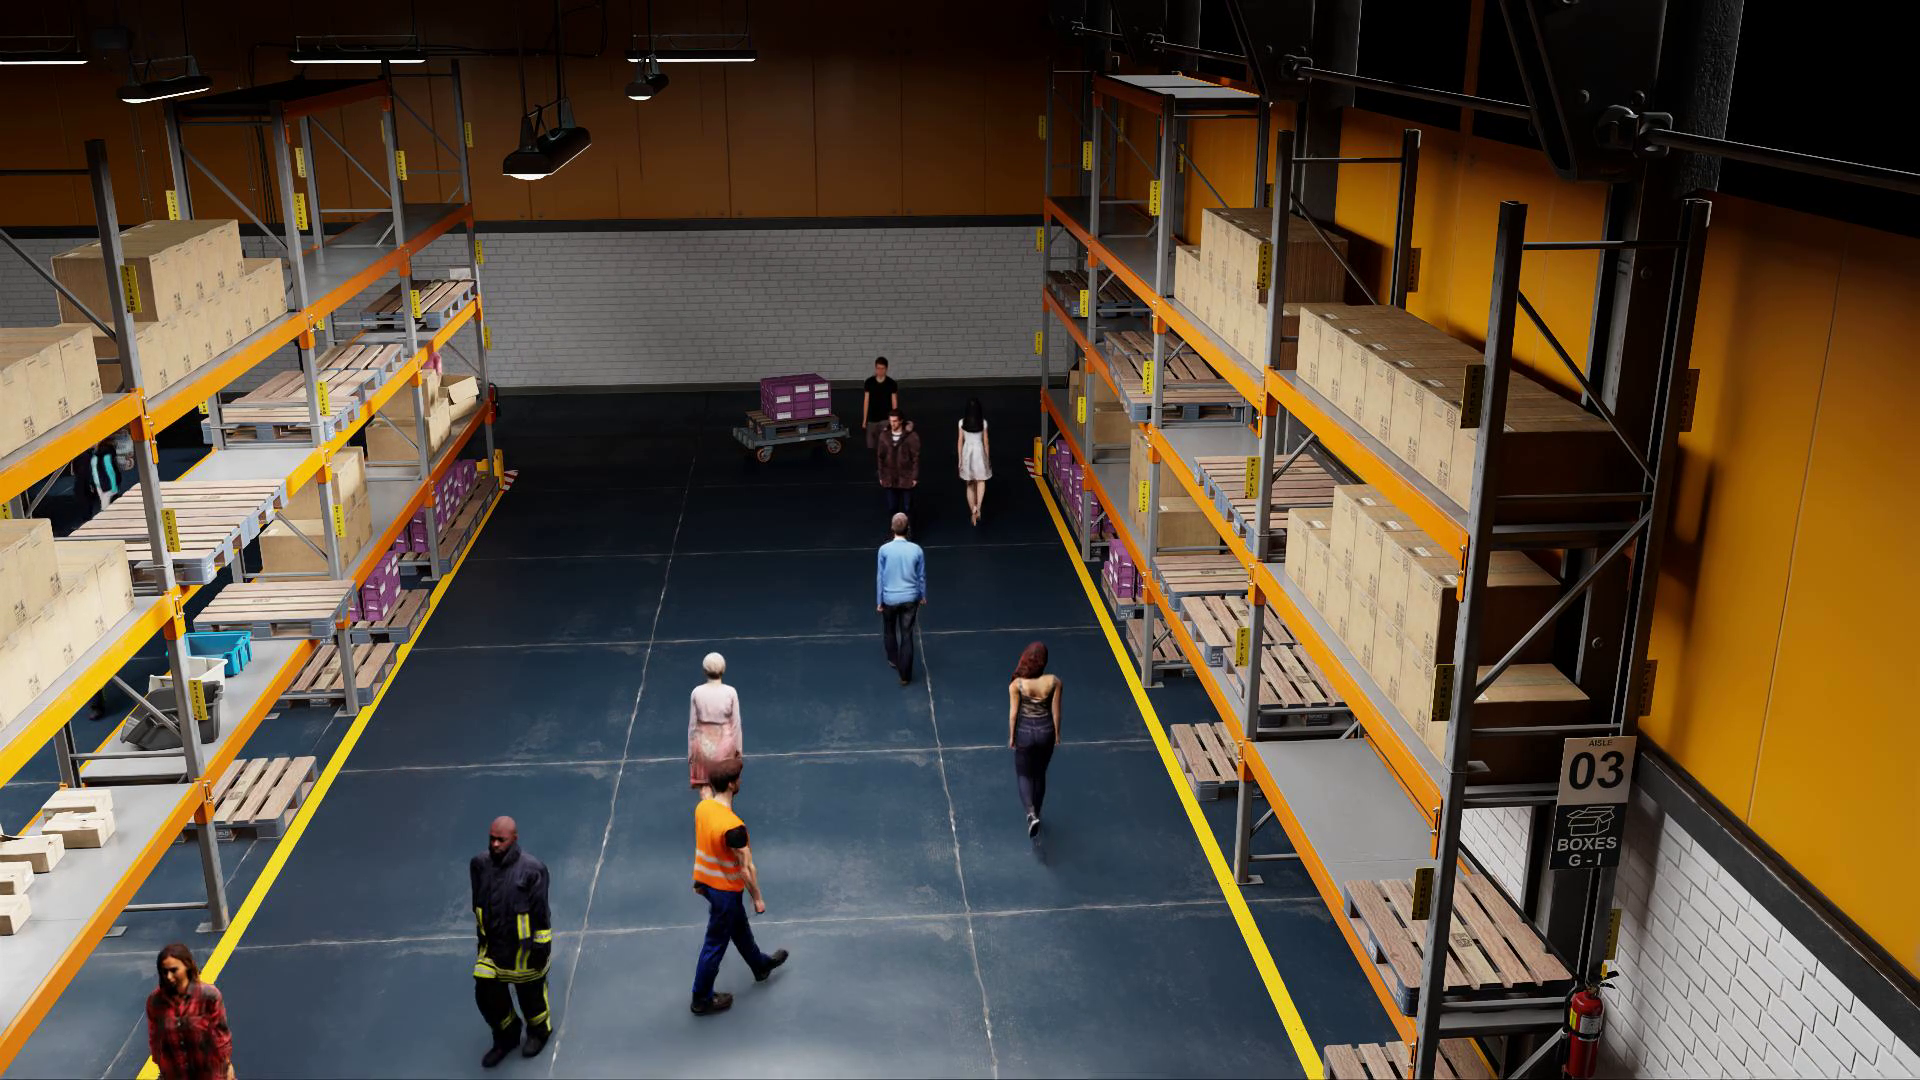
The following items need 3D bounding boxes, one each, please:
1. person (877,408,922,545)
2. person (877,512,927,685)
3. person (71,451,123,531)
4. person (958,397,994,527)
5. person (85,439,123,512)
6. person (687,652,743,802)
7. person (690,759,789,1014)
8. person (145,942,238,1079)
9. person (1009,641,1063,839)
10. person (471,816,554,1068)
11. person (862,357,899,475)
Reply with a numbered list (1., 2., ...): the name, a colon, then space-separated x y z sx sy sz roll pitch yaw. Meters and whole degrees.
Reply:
1. person: -0.769 -0.811 21.458 0.853 1.843 0.842 7 20 19
2. person: -0.617 0.630 17.263 0.694 1.790 0.964 -1 19 -3
3. person: -11.623 -1.007 22.227 1.014 1.724 1.107 12 22 31
4. person: 0.183 -1.011 22.177 0.681 1.763 0.868 1 19 2
5. person: -11.133 -0.738 21.797 0.697 1.489 0.753 13 23 35
6. person: -2.064 1.790 13.990 0.637 1.680 0.707 -3 19 -8
7. person: -1.751 2.473 11.695 1.135 1.850 1.170 -13 22 -33
8. person: -4.549 3.133 9.977 0.609 1.696 0.694 -2 19 -6
9. person: 0.650 1.724 14.074 0.596 1.752 0.928 -2 19 -5
10. person: -2.987 2.638 11.270 0.869 1.809 0.886 5 19 13
11. person: -1.138 -1.774 24.310 0.835 1.848 0.989 4 19 11
